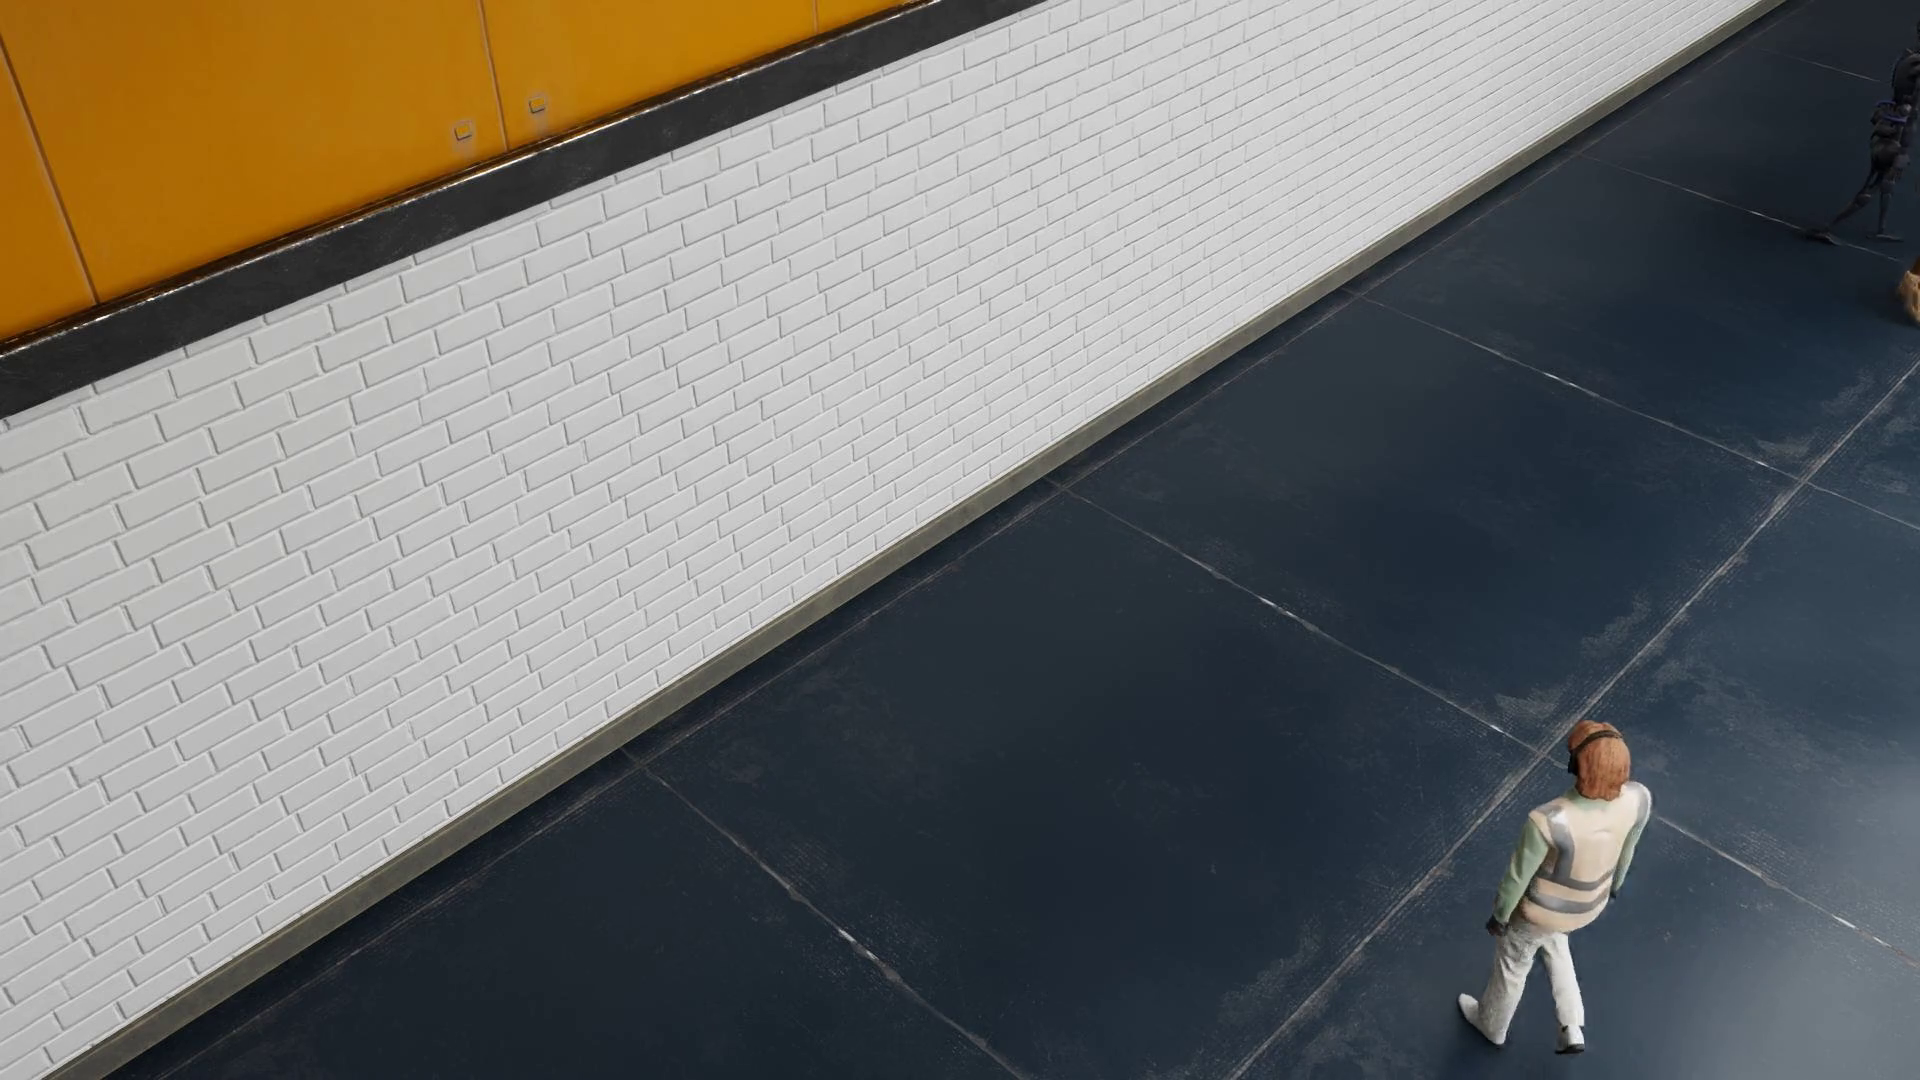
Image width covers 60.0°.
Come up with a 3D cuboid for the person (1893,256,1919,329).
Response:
[{"bbox_3d":[6.416,-2.256,10.354,0.647,1.999,0.649,-9,40,-11],"label":"person"}]

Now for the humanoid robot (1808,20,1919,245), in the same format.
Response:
[{"bbox_3d":[6.340,-2.740,11.240,0.695,1.639,0.612,10,40,13],"label":"humanoid robot"}]

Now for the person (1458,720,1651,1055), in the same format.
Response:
[{"bbox_3d":[2.219,1.355,6.131,0.567,1.621,0.447,-13,41,-16],"label":"person"}]
